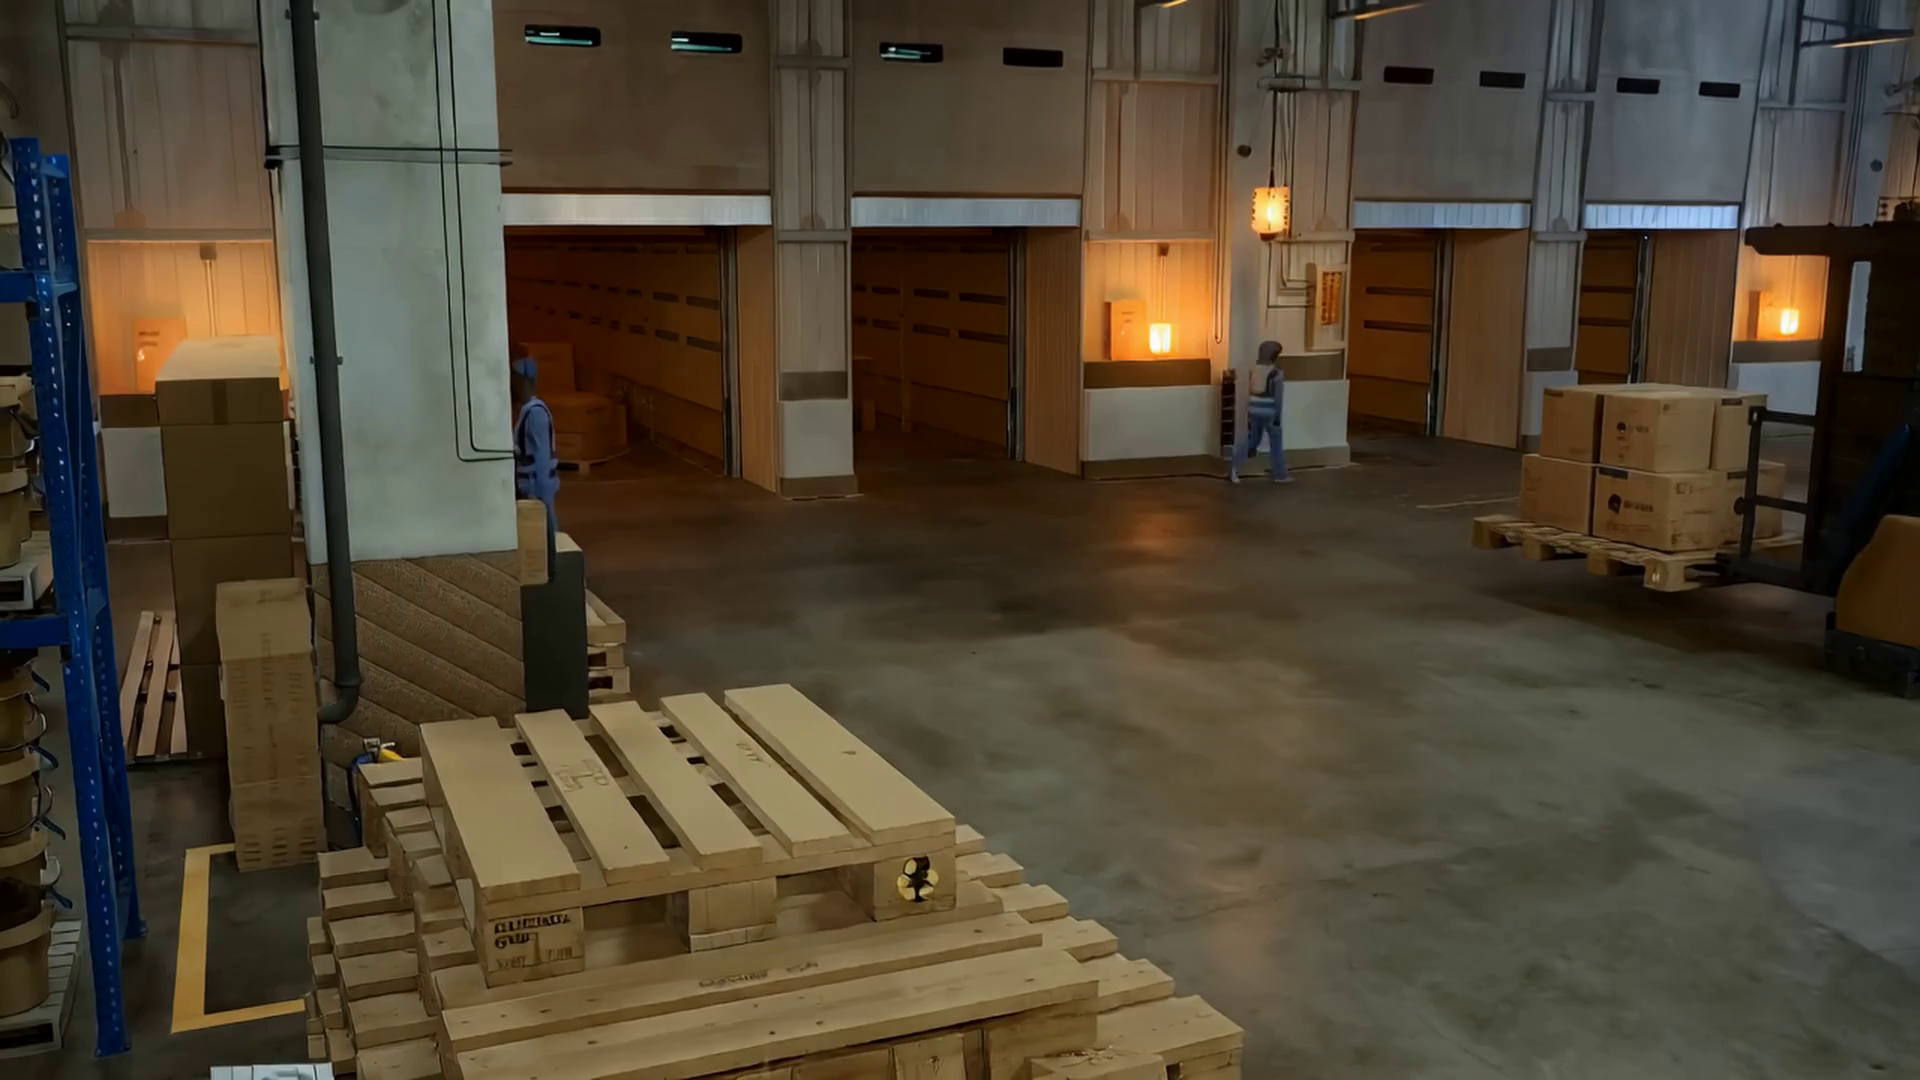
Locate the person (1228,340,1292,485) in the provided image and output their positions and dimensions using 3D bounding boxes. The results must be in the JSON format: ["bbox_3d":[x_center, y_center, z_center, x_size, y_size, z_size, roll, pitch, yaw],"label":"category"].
[{"bbox_3d":[3.347,-1.400,18.373,0.742,1.614,0.513,-7,12,-34],"label":"person"}]

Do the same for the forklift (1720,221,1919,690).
[{"bbox_3d":[5.949,-0.550,10.218,1.129,2.768,1.873,-4,11,-23],"label":"forklift"}]

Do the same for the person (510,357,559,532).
[{"bbox_3d":[-3.061,-0.372,11.983,0.337,1.882,0.584,-3,11,-18],"label":"person"}]
